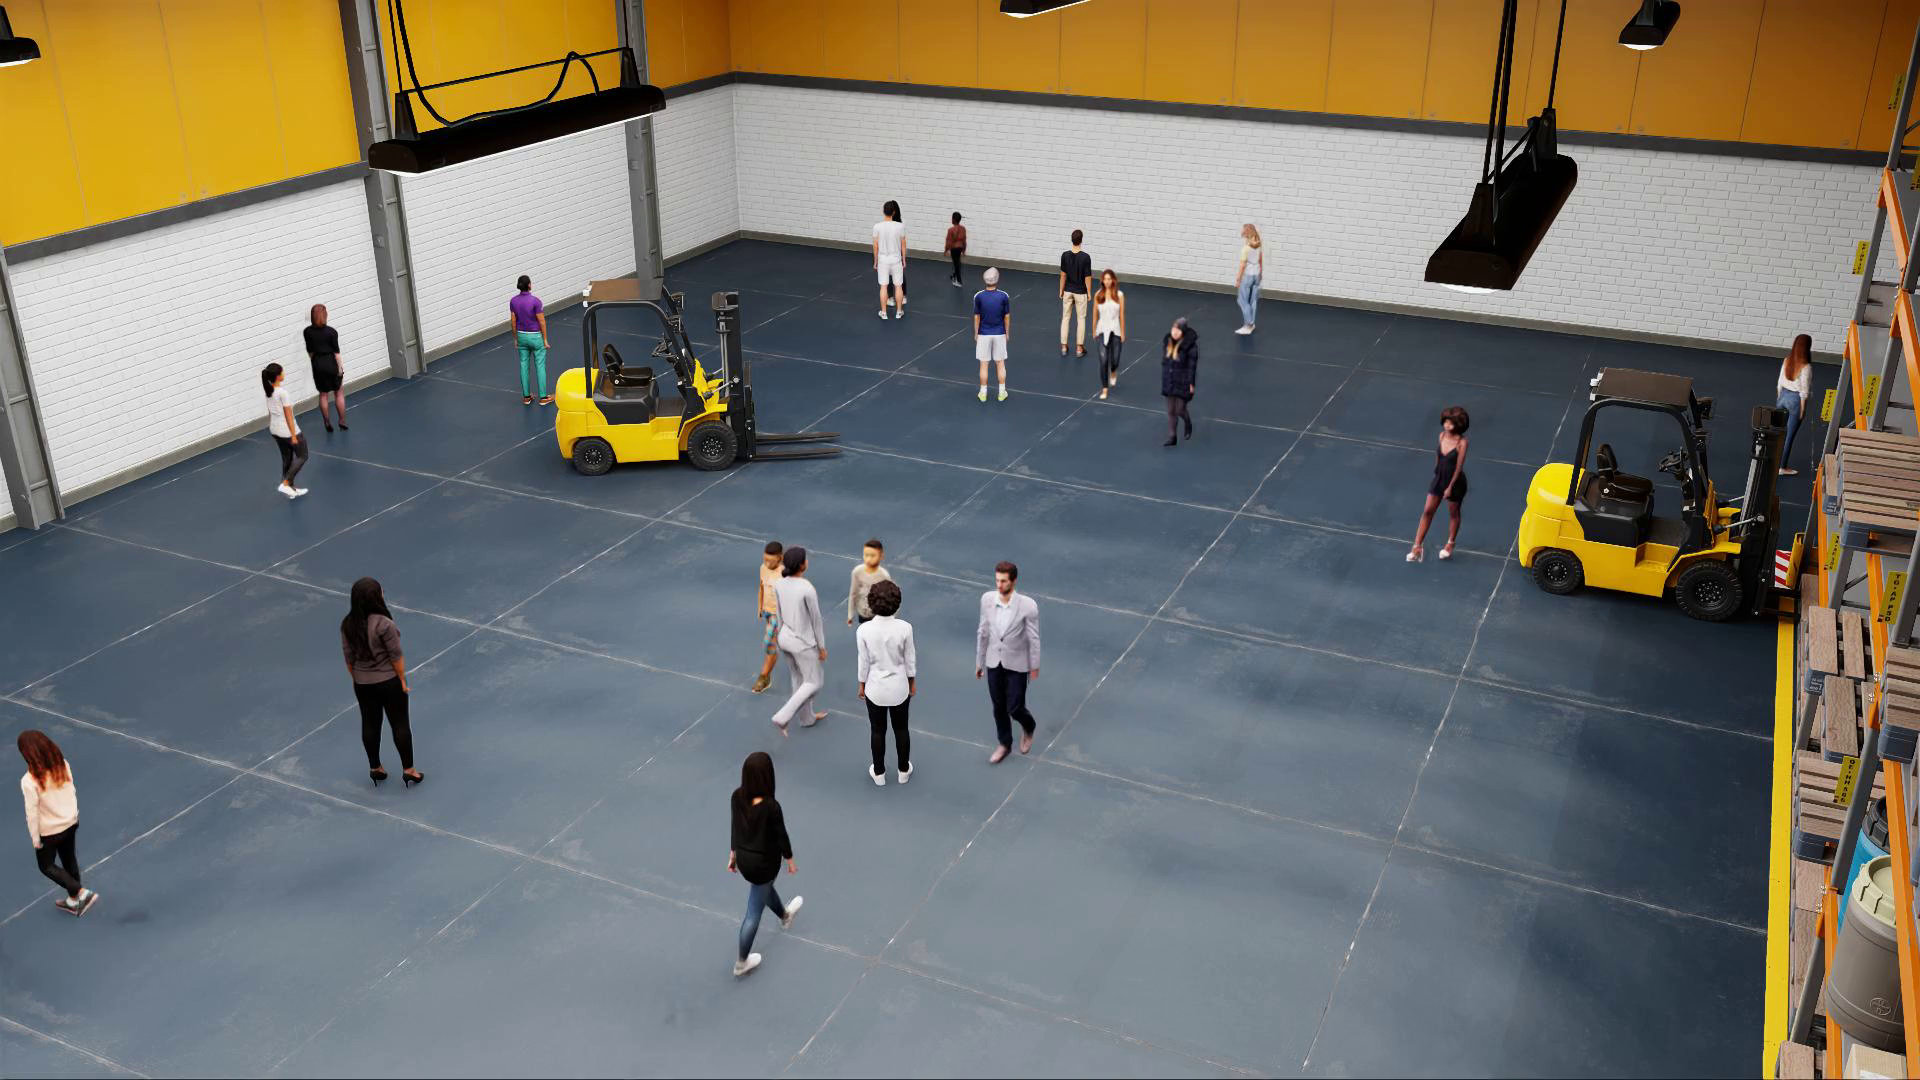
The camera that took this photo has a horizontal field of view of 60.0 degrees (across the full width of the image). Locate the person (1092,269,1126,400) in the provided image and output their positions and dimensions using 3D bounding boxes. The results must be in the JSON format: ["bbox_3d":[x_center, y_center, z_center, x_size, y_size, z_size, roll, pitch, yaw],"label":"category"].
[{"bbox_3d":[2.042,-2.826,22.686,0.730,1.772,0.915,4,24,10],"label":"person"}]

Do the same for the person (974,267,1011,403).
[{"bbox_3d":[0.431,-2.781,22.501,0.718,1.838,0.708,-1,24,-1],"label":"person"}]

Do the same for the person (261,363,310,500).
[{"bbox_3d":[-7.847,-1.218,19.177,0.632,1.635,0.683,16,28,32],"label":"person"}]

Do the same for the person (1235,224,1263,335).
[{"bbox_3d":[4.480,-4.016,25.486,0.658,1.710,0.853,-12,26,-26],"label":"person"}]

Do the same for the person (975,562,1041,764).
[{"bbox_3d":[0.439,0.986,13.885,0.705,1.835,0.711,13,27,28],"label":"person"}]

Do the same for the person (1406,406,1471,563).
[{"bbox_3d":[5.226,-0.592,17.589,1.000,1.760,0.786,-19,30,-37],"label":"person"}]

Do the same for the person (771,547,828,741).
[{"bbox_3d":[-1.415,0.907,14.209,0.805,1.720,1.016,19,30,37],"label":"person"}]

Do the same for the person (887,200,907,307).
[{"bbox_3d":[-1.077,-4.664,26.982,0.631,1.698,0.752,-18,29,-35],"label":"person"}]

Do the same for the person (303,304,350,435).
[{"bbox_3d":[-8.153,-2.184,21.305,0.684,1.701,0.697,-1,24,-3],"label":"person"}]

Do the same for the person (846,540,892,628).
[{"bbox_3d":[-0.765,0.653,15.124,0.549,1.453,0.713,10,25,21],"label":"person"}]

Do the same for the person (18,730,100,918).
[{"bbox_3d":[-6.418,2.054,11.902,0.719,1.467,0.660,5,24,11],"label":"person"}]

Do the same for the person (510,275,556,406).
[{"bbox_3d":[-5.795,-2.704,22.411,0.684,1.768,0.631,4,24,9],"label":"person"}]

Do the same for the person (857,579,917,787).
[{"bbox_3d":[-0.589,1.162,13.515,0.726,1.809,0.743,-2,24,-6],"label":"person"}]

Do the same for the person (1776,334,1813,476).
[{"bbox_3d":[10.006,-1.646,20.039,0.708,1.728,0.638,-7,25,-16],"label":"person"}]

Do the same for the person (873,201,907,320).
[{"bbox_3d":[-1.106,-4.409,26.201,0.767,1.856,0.776,-3,24,-8],"label":"person"}]

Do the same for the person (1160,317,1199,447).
[{"bbox_3d":[2.790,-1.995,20.911,0.778,1.670,0.846,19,30,37],"label":"person"}]

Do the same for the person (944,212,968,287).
[{"bbox_3d":[-0.025,-4.902,28.098,0.717,1.241,0.737,-19,30,-36],"label":"person"}]

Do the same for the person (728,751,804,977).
[{"bbox_3d":[-1.415,2.228,11.328,0.702,1.609,1.076,15,28,30],"label":"person"}]

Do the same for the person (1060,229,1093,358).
[{"bbox_3d":[1.695,-3.629,24.422,0.639,1.851,0.555,9,25,20],"label":"person"}]

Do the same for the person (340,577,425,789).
[{"bbox_3d":[-4.702,1.169,13.463,0.704,1.838,0.682,4,24,9],"label":"person"}]
